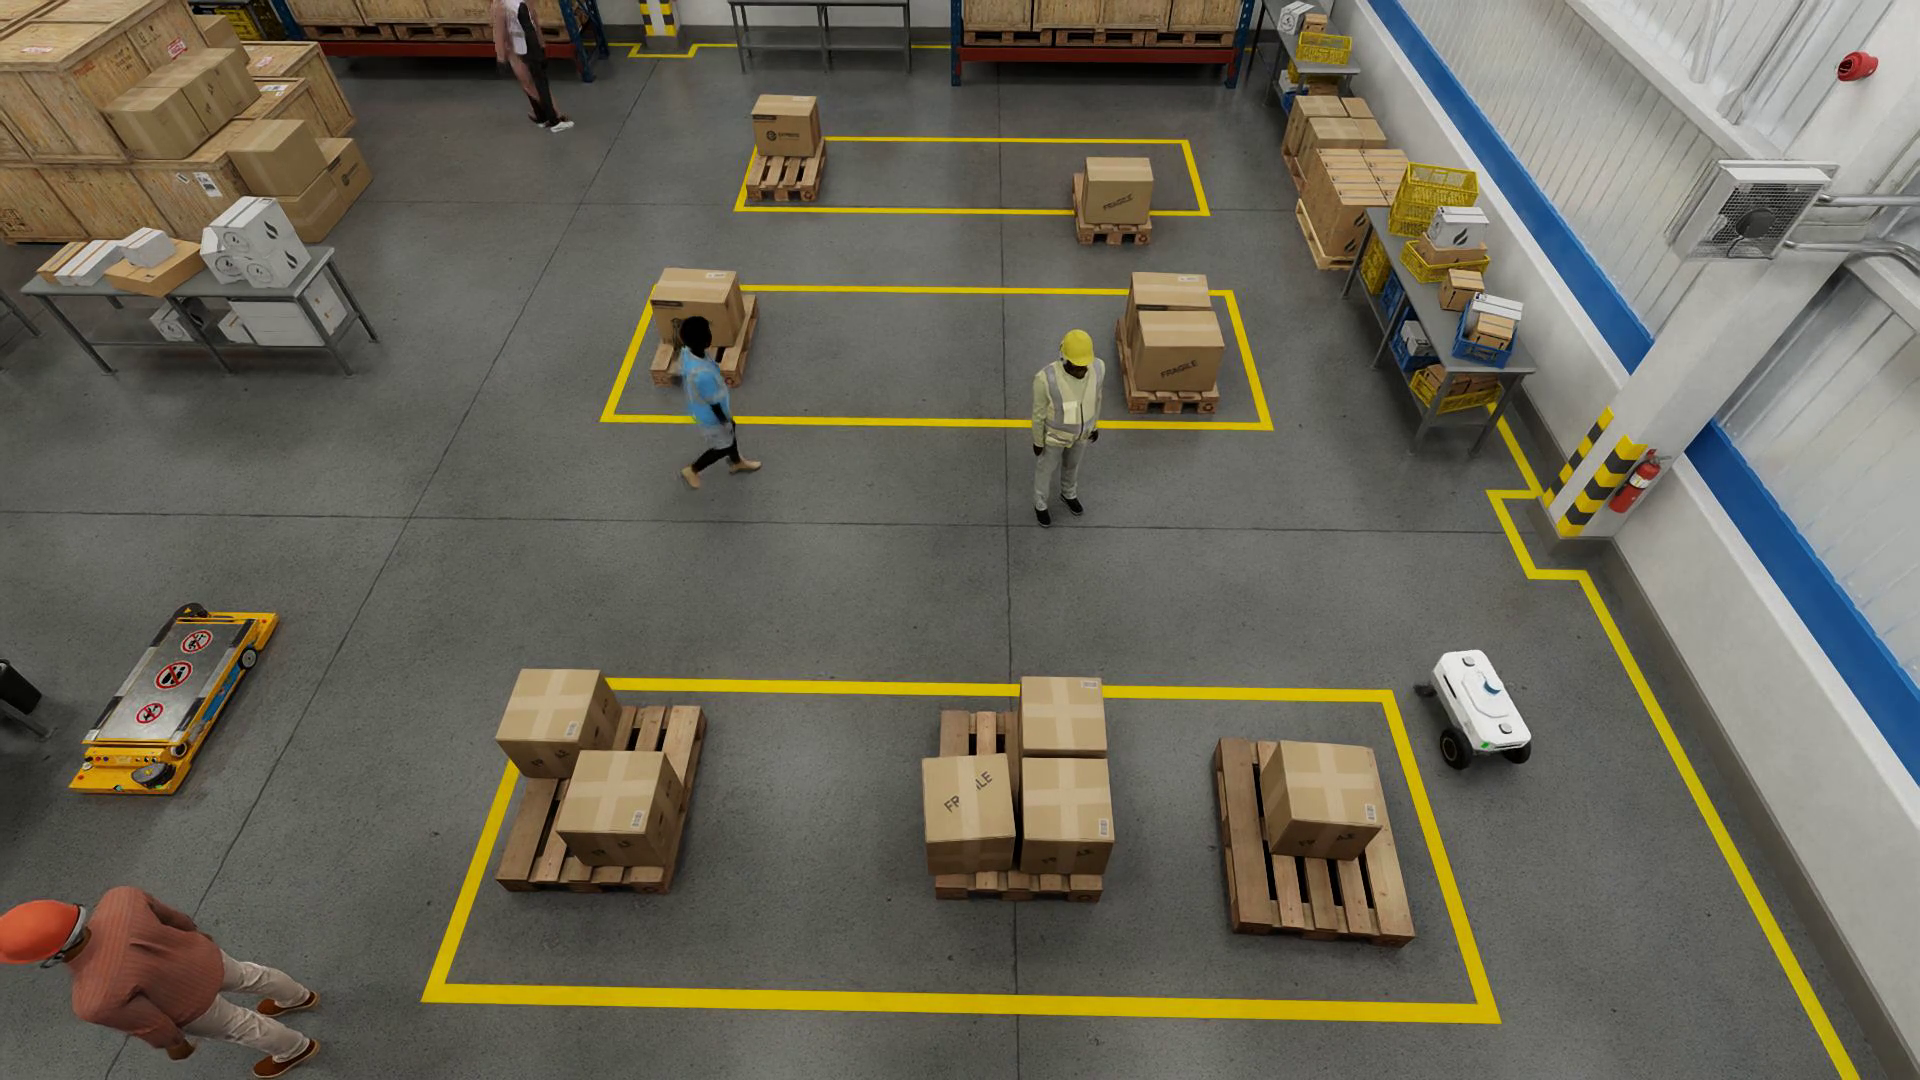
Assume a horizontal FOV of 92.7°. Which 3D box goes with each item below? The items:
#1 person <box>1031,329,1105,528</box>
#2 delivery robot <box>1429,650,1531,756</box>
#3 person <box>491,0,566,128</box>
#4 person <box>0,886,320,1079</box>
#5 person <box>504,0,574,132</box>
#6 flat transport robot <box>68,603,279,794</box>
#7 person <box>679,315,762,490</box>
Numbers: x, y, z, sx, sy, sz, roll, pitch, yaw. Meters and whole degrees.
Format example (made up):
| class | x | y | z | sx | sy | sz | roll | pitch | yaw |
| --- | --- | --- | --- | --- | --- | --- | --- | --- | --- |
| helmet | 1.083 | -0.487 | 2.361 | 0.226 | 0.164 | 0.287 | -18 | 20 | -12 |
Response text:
| class | x | y | z | sx | sy | sz | roll | pitch | yaw |
| --- | --- | --- | --- | --- | --- | --- | --- | --- | --- |
| person | 0.822 | -0.845 | 7.048 | 0.588 | 1.833 | 0.404 | -20 | 53 | -16 |
| delivery robot | 3.506 | 1.091 | 6.182 | 0.477 | 0.478 | 0.707 | -5 | 50 | -4 |
| person | -5.497 | -6.157 | 11.523 | 0.668 | 1.870 | 0.719 | 15 | 51 | 13 |
| person | -3.757 | 2.149 | 4.409 | 0.378 | 1.996 | 0.611 | -16 | 52 | -13 |
| person | -5.419 | -6.125 | 11.460 | 0.590 | 1.919 | 0.395 | 31 | 56 | 23 |
| flat transport robot | -5.504 | 1.072 | 6.442 | 0.652 | 0.197 | 1.431 | 1 | 50 | 1 |
| person | -2.033 | -1.051 | 7.319 | 0.612 | 1.672 | 0.539 | -14 | 51 | -12 |
